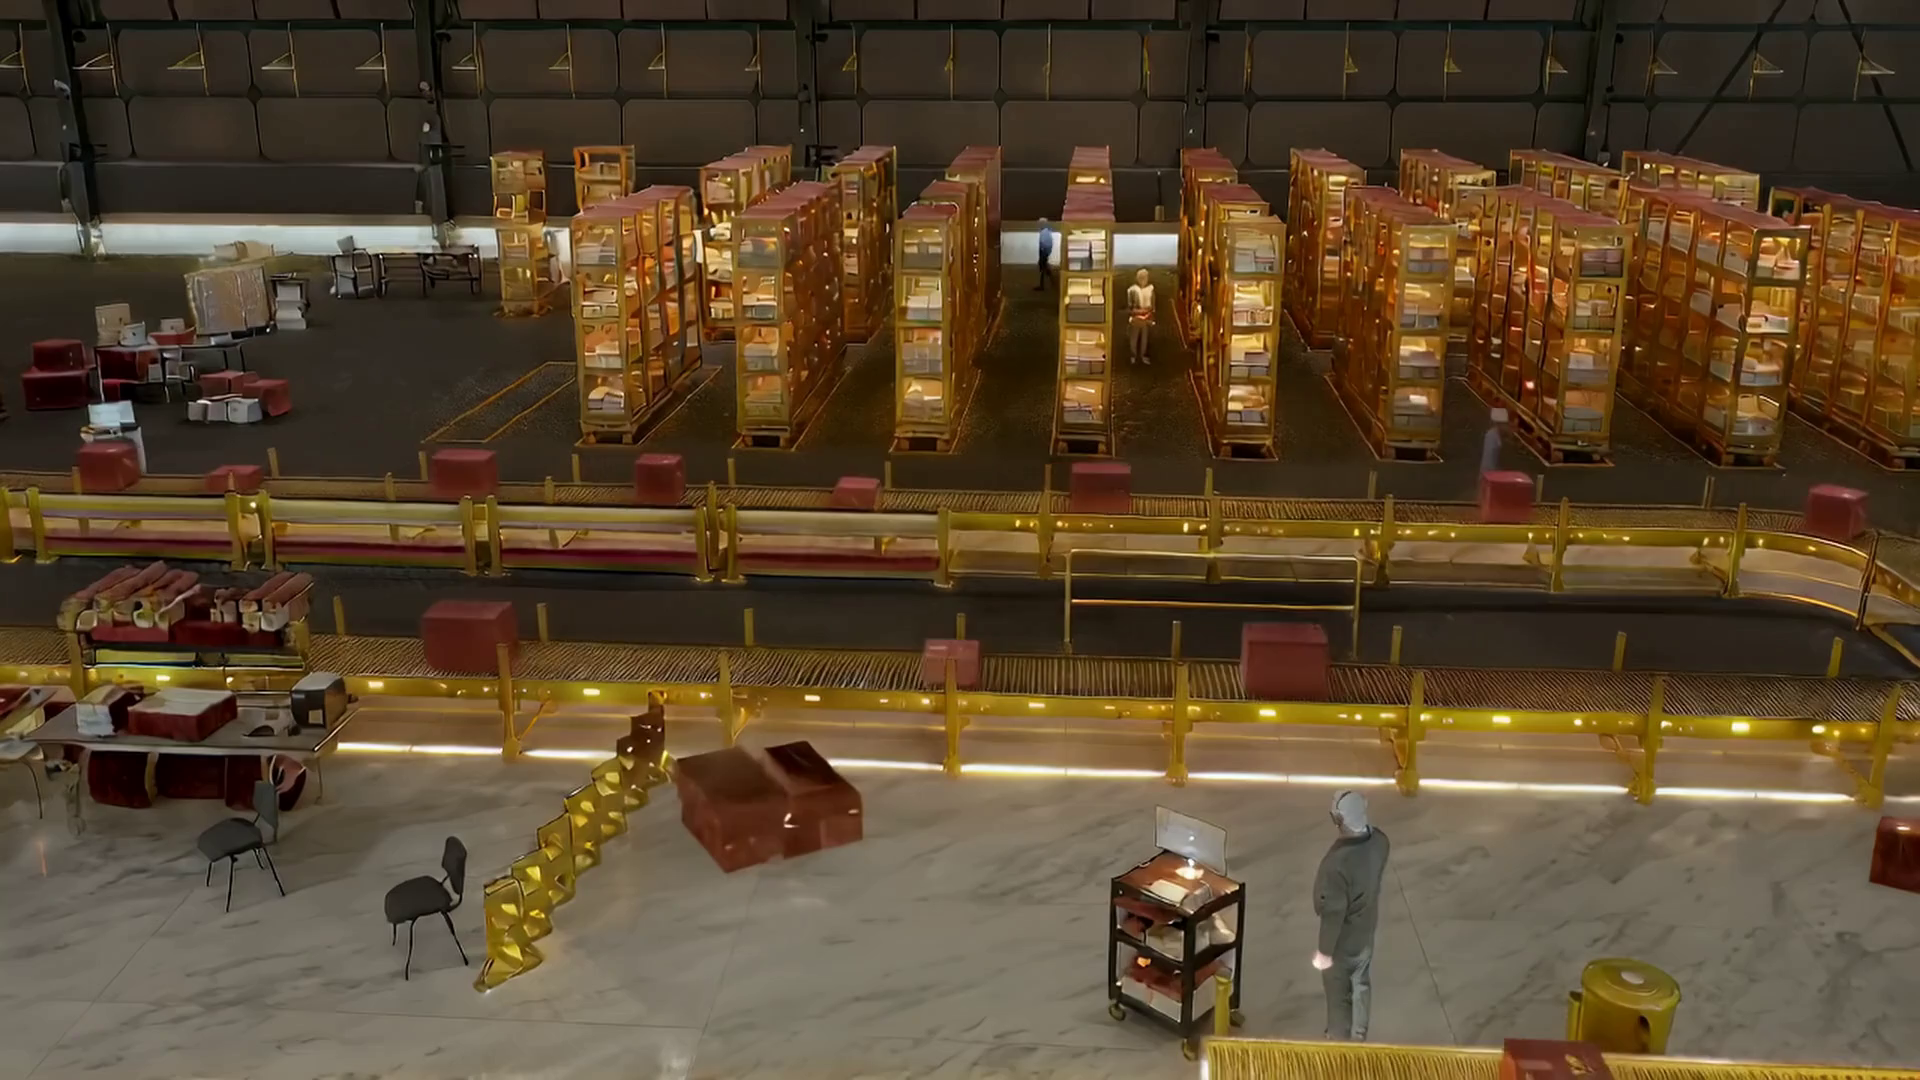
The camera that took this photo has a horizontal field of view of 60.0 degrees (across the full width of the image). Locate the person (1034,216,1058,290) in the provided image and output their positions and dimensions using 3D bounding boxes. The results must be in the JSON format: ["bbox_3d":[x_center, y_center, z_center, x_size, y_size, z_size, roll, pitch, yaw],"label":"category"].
[{"bbox_3d":[2.095,-7.037,40.899,0.480,1.824,0.586,-2,18,-8],"label":"person"}]

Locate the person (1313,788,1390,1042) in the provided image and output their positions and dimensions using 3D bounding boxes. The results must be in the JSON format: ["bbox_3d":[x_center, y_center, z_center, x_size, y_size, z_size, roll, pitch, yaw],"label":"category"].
[{"bbox_3d":[2.437,2.474,10.596,0.400,1.905,0.644,14,23,38],"label":"person"}]

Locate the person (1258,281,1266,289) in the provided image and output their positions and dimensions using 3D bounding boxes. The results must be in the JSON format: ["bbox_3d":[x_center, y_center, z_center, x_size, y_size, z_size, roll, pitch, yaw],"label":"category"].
[{"bbox_3d":[6.399,-5.548,35.935,0.431,1.981,0.631,-3,18,-8],"label":"person"}]

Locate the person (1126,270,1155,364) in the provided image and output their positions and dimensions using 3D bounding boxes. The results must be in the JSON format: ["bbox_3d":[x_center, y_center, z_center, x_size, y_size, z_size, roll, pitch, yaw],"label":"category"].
[{"bbox_3d":[3.528,-4.350,32.363,0.601,1.830,0.403,-4,18,-13],"label":"person"}]

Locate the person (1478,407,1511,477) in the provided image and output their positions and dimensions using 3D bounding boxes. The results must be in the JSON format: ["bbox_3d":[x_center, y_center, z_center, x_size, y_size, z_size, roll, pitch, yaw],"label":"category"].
[{"bbox_3d":[6.858,-0.854,21.384,0.364,1.754,0.544,2,18,8],"label":"person"}]
